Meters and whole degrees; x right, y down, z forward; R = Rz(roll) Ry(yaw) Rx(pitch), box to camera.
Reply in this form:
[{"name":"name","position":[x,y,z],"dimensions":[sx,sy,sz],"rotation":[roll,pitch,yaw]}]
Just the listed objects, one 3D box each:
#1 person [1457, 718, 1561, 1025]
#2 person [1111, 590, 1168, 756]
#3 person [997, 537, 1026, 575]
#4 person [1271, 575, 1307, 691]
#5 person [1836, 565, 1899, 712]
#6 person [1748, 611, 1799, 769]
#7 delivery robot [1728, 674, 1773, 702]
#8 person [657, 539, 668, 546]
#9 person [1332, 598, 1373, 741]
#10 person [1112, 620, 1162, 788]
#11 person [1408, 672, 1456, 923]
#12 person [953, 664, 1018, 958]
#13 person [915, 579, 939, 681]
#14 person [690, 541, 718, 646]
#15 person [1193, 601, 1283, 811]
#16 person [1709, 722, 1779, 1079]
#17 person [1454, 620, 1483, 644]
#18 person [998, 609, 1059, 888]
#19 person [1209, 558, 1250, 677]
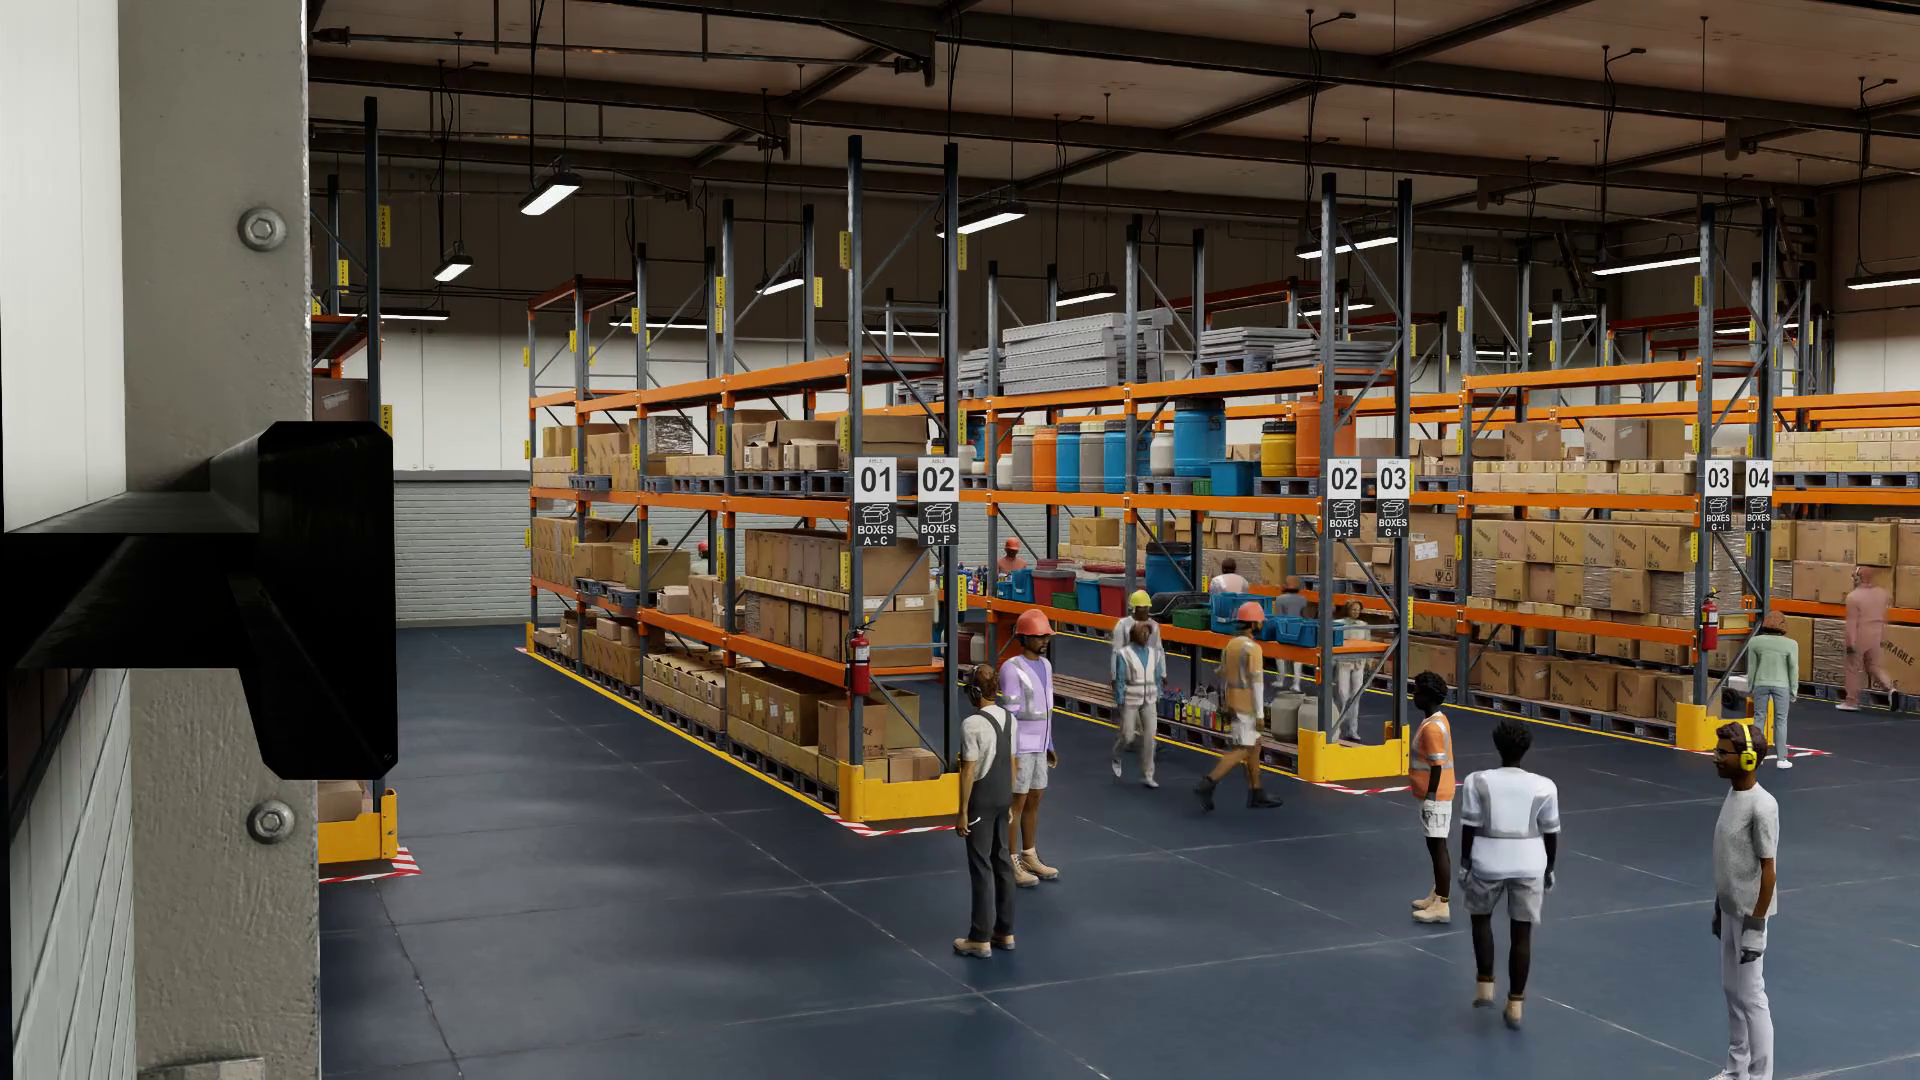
[{"name":"person","position":[3.075,1.841,10.059],"dimensions":[0.563,1.678,0.485],"rotation":[0,2,11]},{"name":"person","position":[1.968,1.435,19.430],"dimensions":[0.616,1.782,0.922],"rotation":[-1,3,-34]},{"name":"person","position":[0.834,0.943,29.554],"dimensions":[0.613,1.992,0.390],"rotation":[-1,2,-22]},{"name":"person","position":[4.590,1.299,25.102],"dimensions":[0.529,1.609,0.672],"rotation":[-1,2,-16]},{"name":"person","position":[11.523,1.260,22.735],"dimensions":[0.652,1.881,0.733],"rotation":[-1,2,-16]},{"name":"person","position":[8.437,1.544,18.592],"dimensions":[0.498,1.627,0.273],"rotation":[2,3,37]},{"name":"delivery robot","position":[10.200,1.880,22.943],"dimensions":[0.477,0.478,0.707],"rotation":[-1,2,-19]},{"name":"person","position":[-5.316,0.915,31.973],"dimensions":[0.599,1.854,1.037],"rotation":[-1,2,-24]},{"name":"person","position":[4.463,1.470,20.438],"dimensions":[0.547,1.623,0.360],"rotation":[-1,2,-18]},{"name":"person","position":[1.725,1.583,17.516],"dimensions":[0.526,1.619,0.613],"rotation":[-1,2,-23]},{"name":"person","position":[3.238,1.751,12.297],"dimensions":[0.318,1.695,0.540],"rotation":[1,2,16]},{"name":"person","position":[0.173,1.714,11.478],"dimensions":[0.330,1.839,0.502],"rotation":[2,3,38]},{"name":"person","position":[-0.626,1.168,26.343],"dimensions":[0.616,1.777,0.873],"rotation":[0,2,-11]},{"name":"person","position":[-4.106,0.992,28.820],"dimensions":[0.630,1.952,0.916],"rotation":[-1,2,-25]},{"name":"person","position":[2.512,1.503,16.213],"dimensions":[0.879,1.912,0.552],"rotation":[-1,2,-16]},{"name":"person","position":[3.744,1.807,8.621],"dimensions":[0.328,1.872,0.514],"rotation":[0,2,4]},{"name":"person","position":[8.015,1.045,28.184],"dimensions":[0.585,1.895,0.548],"rotation":[-2,3,-39]},{"name":"person","position":[0.538,1.537,13.405],"dimensions":[0.381,2.045,0.605],"rotation":[1,3,34]},{"name":"person","position":[3.961,1.162,26.498],"dimensions":[0.623,1.799,0.945],"rotation":[-1,2,-23]}]
